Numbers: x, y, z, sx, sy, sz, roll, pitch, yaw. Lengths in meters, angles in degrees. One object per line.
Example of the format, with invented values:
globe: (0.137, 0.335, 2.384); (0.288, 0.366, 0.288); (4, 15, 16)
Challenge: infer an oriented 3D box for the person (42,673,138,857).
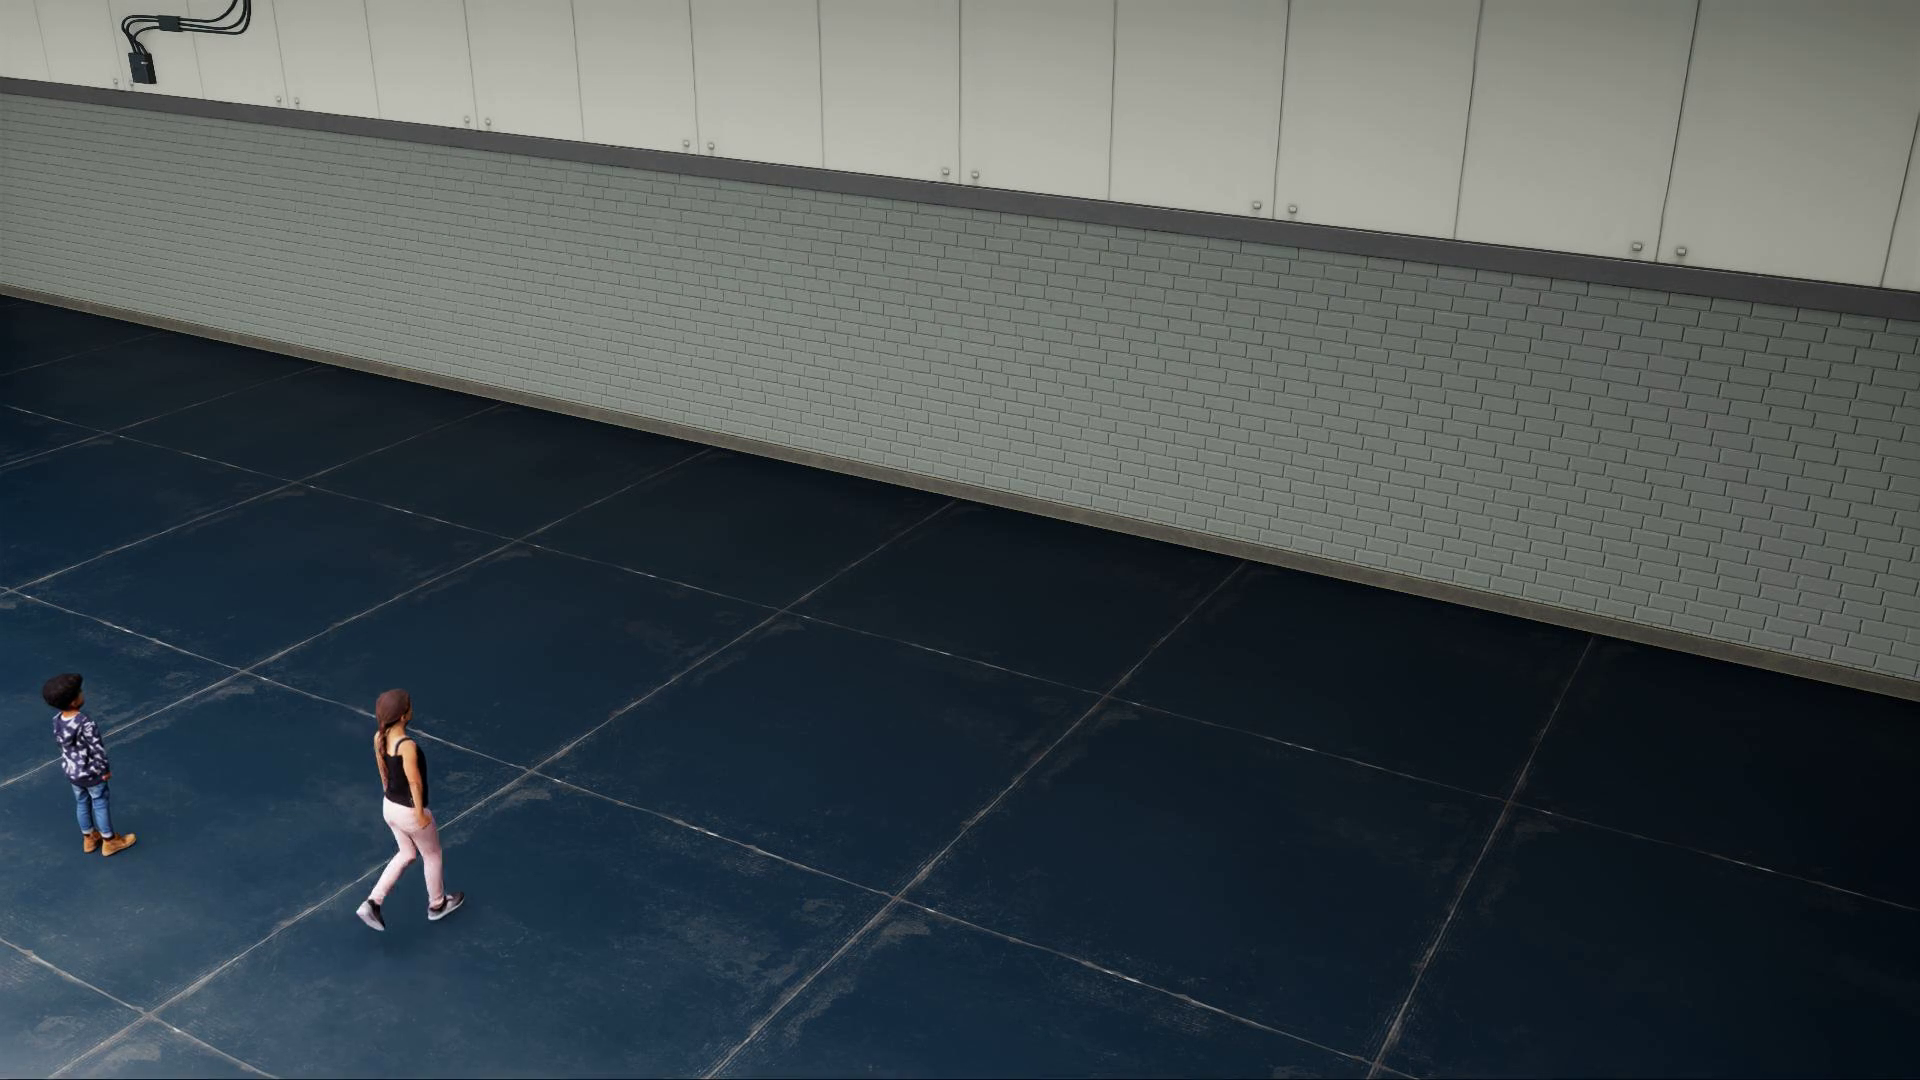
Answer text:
person: (-5.508, 1.405, 10.456); (0.519, 1.249, 0.527); (9, 25, 20)

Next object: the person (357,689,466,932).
person: (-3.246, 1.600, 9.619); (0.574, 1.546, 0.903); (16, 28, 33)
